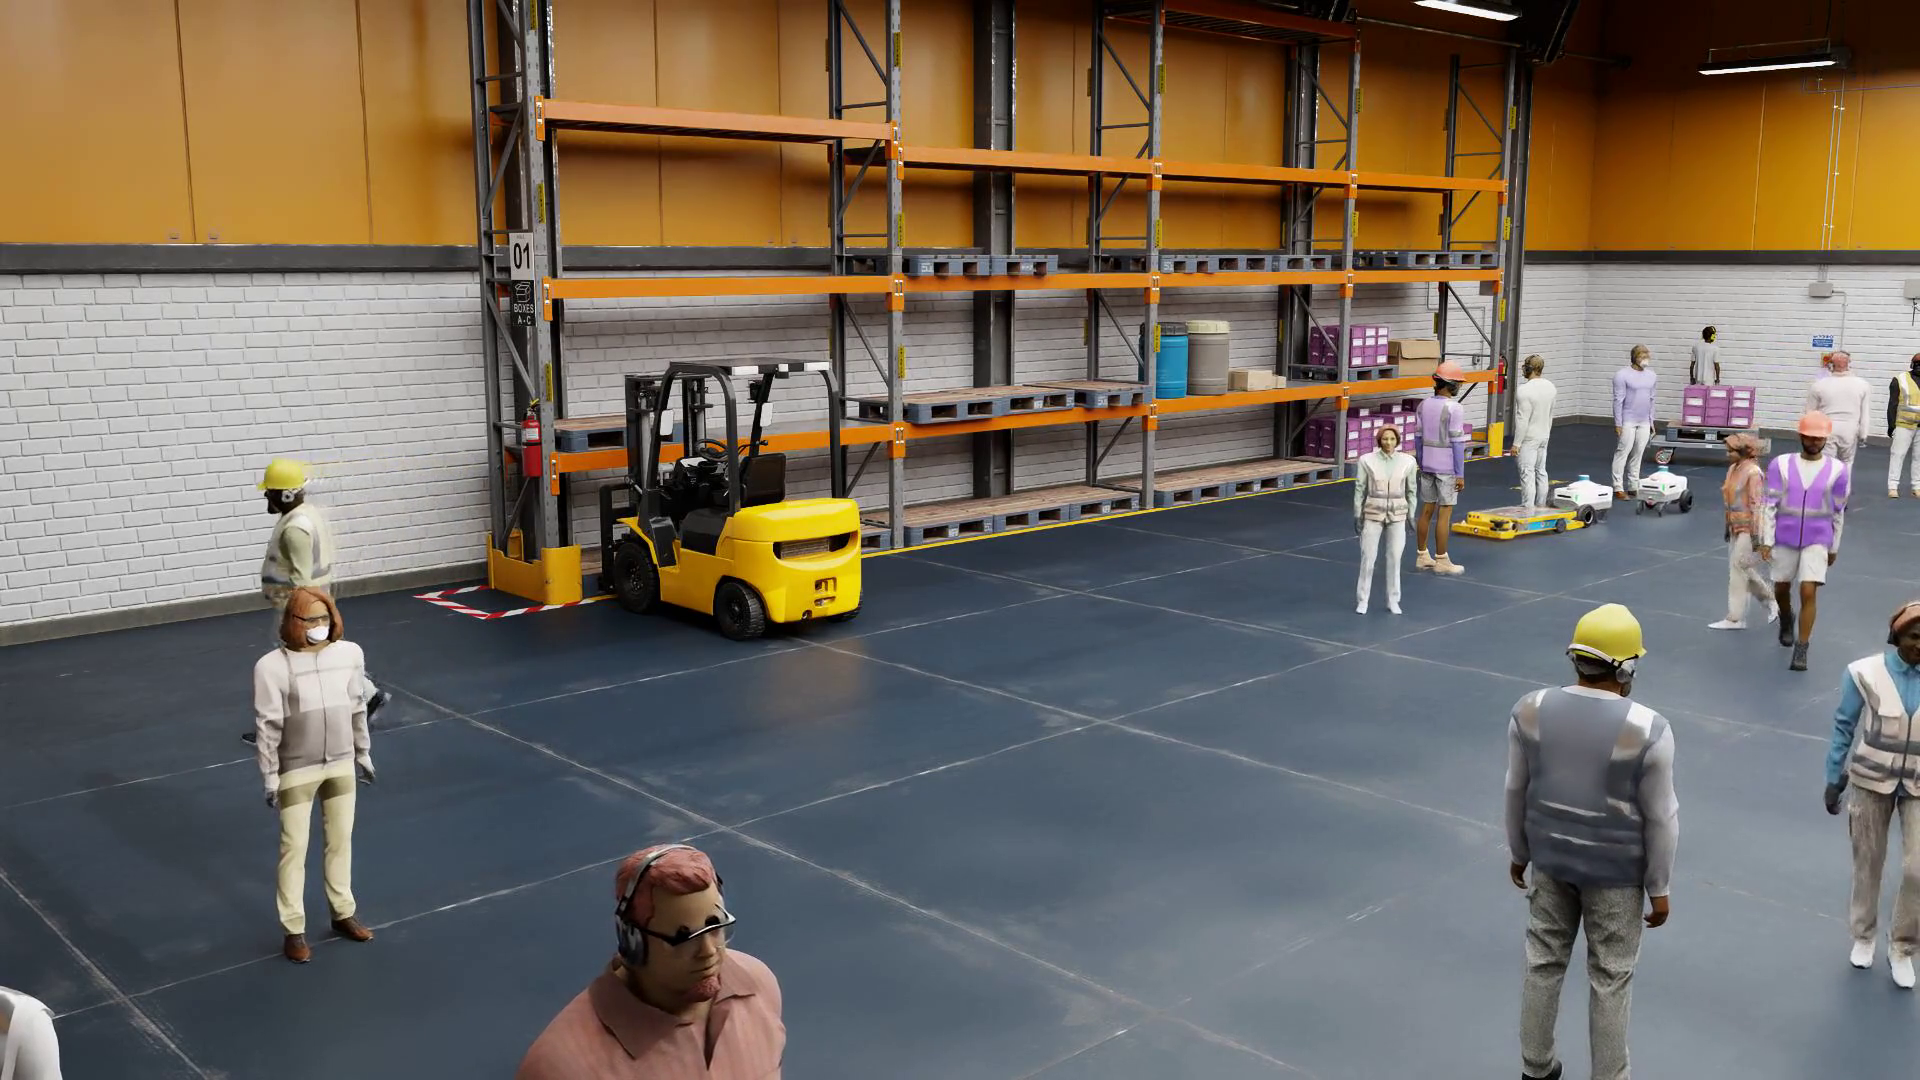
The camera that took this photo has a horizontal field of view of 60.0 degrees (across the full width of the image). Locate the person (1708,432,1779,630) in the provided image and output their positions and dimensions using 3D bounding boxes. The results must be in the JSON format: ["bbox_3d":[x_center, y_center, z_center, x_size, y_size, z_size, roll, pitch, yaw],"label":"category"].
[{"bbox_3d":[6.465,-0.073,13.550,0.621,1.616,0.567,0,10,2],"label":"person"}]

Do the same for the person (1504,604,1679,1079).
[{"bbox_3d":[2.228,1.128,5.881,0.598,1.830,0.403,9,13,44],"label":"person"}]

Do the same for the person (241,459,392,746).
[{"bbox_3d":[-4.066,0.373,10.410,0.834,1.803,0.595,-2,10,-13],"label":"person"}]

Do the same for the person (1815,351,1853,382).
[{"bbox_3d":[11.317,-1.563,21.659,0.605,1.820,0.510,-3,10,-17],"label":"person"}]

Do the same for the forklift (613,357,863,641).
[{"bbox_3d":[-1.847,-0.414,13.852,1.214,2.155,2.313,-9,13,-42],"label":"forklift"}]

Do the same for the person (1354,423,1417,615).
[{"bbox_3d":[3.598,-0.177,14.097,0.522,1.636,0.310,1,10,6],"label":"person"}]

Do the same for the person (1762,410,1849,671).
[{"bbox_3d":[6.307,-0.033,12.436,0.538,1.917,0.830,6,11,30],"label":"person"}]

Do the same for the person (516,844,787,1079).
[{"bbox_3d":[-0.551,1.525,3.341,0.405,1.906,0.653,8,12,38],"label":"person"}]

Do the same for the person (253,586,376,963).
[{"bbox_3d":[-2.794,0.997,7.236,0.268,1.631,0.507,9,13,41],"label":"person"}]

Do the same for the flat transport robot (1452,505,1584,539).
[{"bbox_3d":[6.148,-0.213,18.300,1.431,0.197,0.652,-7,12,-33],"label":"flat transport robot"}]

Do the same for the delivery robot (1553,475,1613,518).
[{"bbox_3d":[7.063,-0.493,18.838,0.707,0.478,0.477,-6,12,-33],"label":"delivery robot"}]

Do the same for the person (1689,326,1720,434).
[{"bbox_3d":[12.516,-2.653,27.929,0.314,1.864,0.535,-7,12,-37],"label":"person"}]

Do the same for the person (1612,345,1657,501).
[{"bbox_3d":[8.398,-1.458,20.714,0.632,1.940,0.372,-4,10,-22],"label":"person"}]

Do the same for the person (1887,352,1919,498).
[{"bbox_3d":[11.971,-1.433,20.858,0.630,1.839,0.429,2,10,11],"label":"person"}]

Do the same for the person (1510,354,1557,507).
[{"bbox_3d":[6.417,-1.113,18.693,0.627,1.940,0.371,-8,12,-38],"label":"person"}]

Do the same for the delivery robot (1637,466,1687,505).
[{"bbox_3d":[8.290,-0.629,19.634,0.477,0.478,0.707,9,13,44],"label":"delivery robot"}]

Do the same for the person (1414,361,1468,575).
[{"bbox_3d":[4.631,-0.692,15.931,0.392,2.039,0.615,-4,11,-23],"label":"person"}]

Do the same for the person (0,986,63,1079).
[{"bbox_3d":[-2.092,1.534,3.364,0.586,1.880,0.343,-1,10,-5],"label":"person"}]

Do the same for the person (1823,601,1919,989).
[{"bbox_3d":[3.901,1.053,6.927,0.548,1.614,0.578,5,11,25],"label":"person"}]

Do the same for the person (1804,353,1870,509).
[{"bbox_3d":[10.387,-1.279,19.779,0.681,1.891,0.608,3,10,19],"label":"person"}]
